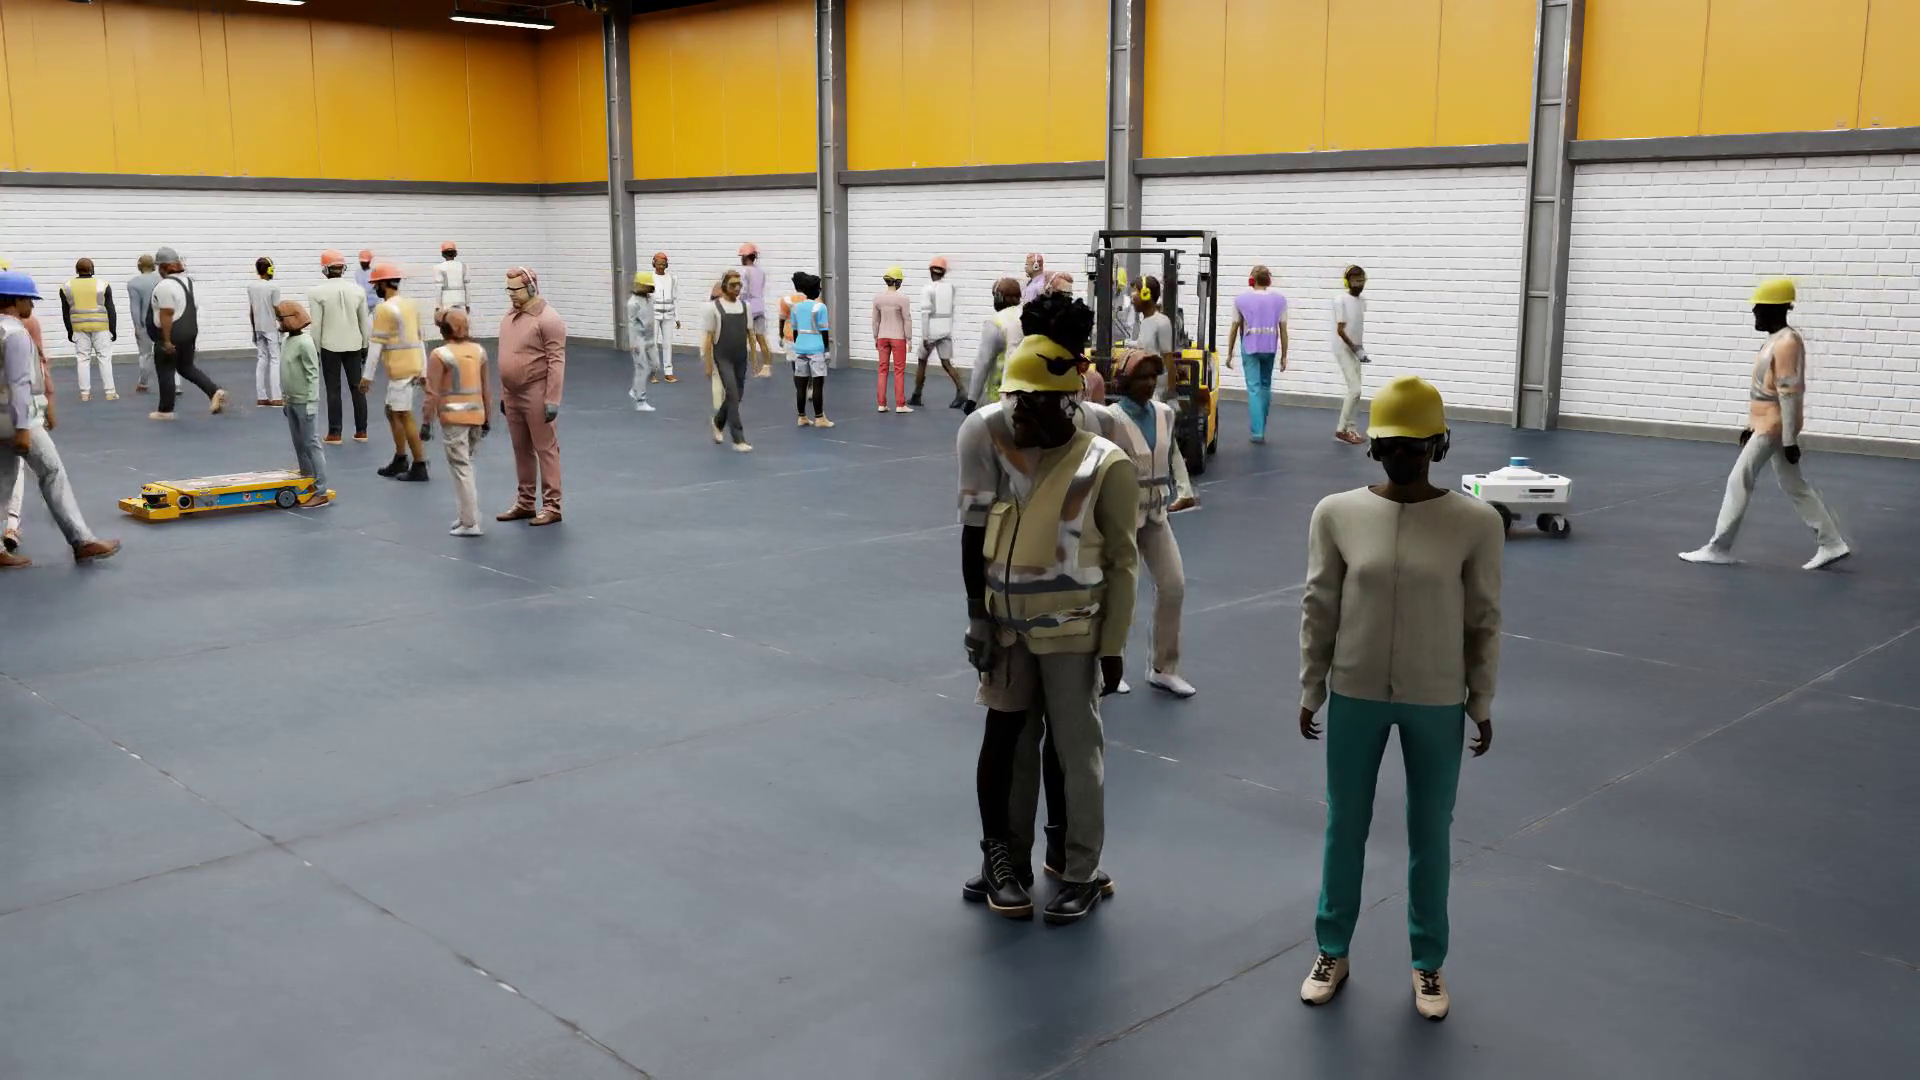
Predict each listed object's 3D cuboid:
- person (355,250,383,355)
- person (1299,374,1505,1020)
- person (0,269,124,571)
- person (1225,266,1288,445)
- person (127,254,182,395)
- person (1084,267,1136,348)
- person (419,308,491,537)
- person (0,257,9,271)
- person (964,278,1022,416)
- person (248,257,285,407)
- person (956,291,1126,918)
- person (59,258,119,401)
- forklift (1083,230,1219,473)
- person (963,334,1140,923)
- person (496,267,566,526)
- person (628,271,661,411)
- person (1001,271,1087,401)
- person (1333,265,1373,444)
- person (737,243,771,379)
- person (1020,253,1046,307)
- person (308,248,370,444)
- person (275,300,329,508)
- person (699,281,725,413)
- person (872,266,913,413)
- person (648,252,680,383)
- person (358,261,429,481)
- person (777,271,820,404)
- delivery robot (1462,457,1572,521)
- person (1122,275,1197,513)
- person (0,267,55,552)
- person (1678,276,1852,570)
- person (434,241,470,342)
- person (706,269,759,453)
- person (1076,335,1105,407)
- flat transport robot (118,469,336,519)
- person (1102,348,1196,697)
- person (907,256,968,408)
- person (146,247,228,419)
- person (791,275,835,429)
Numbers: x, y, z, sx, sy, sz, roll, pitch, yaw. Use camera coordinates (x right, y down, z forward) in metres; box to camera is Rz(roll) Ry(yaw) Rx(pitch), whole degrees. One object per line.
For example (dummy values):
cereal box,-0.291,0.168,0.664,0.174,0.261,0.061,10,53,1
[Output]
person,-10.410,-4.176,29.365,0.587,1.874,1.021,2,11,12
person,1.189,0.432,4.537,0.533,1.767,0.313,3,11,17
person,-5.906,-0.759,10.643,0.625,1.904,0.913,9,14,41
person,3.056,-1.920,17.234,0.579,1.807,0.875,-2,11,-9
person,-10.792,-2.881,22.313,1.032,1.887,0.650,9,14,40
person,1.624,-2.093,18.241,0.613,1.788,0.522,-1,10,-3
person,-3.620,-0.830,11.792,0.528,1.621,0.530,5,12,26
person,-10.825,-2.238,18.727,0.820,1.895,0.625,3,11,17
person,0.296,-1.099,12.780,0.757,1.799,0.646,7,13,34
person,-8.615,-2.582,20.717,0.506,1.862,0.312,4,11,23
person,0.270,0.198,5.280,0.603,1.962,0.368,-6,12,-31
person,-11.225,-2.714,21.487,0.627,1.844,0.429,-3,11,-18
forklift,1.804,-1.825,15.677,1.214,2.155,2.313,2,11,13
person,0.259,0.275,5.210,0.600,1.830,0.404,8,13,37
person,-3.198,-1.058,12.299,0.639,1.903,0.407,8,13,37
person,-3.849,-2.410,20.194,0.504,1.705,0.531,5,12,27
person,0.668,-1.067,12.445,0.659,1.875,0.630,-8,13,-39
person,4.046,-1.881,17.002,0.527,1.827,0.519,-9,14,-40
person,-3.223,-3.420,24.898,0.982,1.998,0.630,7,12,33
person,0.926,-2.589,20.631,0.403,1.906,0.652,-2,11,-10
person,-6.361,-1.980,17.060,0.612,1.997,0.375,-10,14,-42
person,-5.191,-1.066,13.068,0.271,1.631,0.507,-10,14,-43
person,-2.757,-2.192,19.274,0.537,1.606,0.598,0,10,-2
person,-0.800,-2.406,20.017,0.534,1.767,0.320,6,12,28
person,-4.342,-3.221,24.131,0.572,1.887,0.356,-6,12,-30
person,-4.935,-1.456,14.445,0.701,1.909,0.574,1,10,7
person,-2.035,-2.556,21.050,0.537,1.680,0.499,-3,11,-18
delivery robot,3.959,-0.347,11.834,0.707,0.478,0.477,0,10,0
person,1.404,-1.096,12.722,0.954,1.817,0.545,-2,11,-9
person,-6.539,-0.891,11.280,0.659,1.927,1.005,-4,11,-21
person,5.241,-0.737,10.622,0.984,1.886,0.586,5,12,27
person,-8.424,-3.931,27.582,0.611,2.040,0.393,-9,14,-40
person,-2.323,-1.803,16.630,0.518,1.815,0.876,-8,13,-37
person,0.558,-0.368,8.936,0.543,1.750,0.372,-5,11,-24
flat transport robot,-5.715,-0.372,13.004,1.431,0.197,0.652,-10,14,-44
person,0.846,-0.061,7.632,0.542,1.616,0.637,-7,13,-35
person,-0.237,-2.568,20.639,0.558,1.884,0.867,-7,13,-34
person,-9.021,-2.406,19.262,0.807,2.000,0.685,1,10,6
person,-1.642,-2.081,18.429,0.531,1.697,0.322,8,13,39
